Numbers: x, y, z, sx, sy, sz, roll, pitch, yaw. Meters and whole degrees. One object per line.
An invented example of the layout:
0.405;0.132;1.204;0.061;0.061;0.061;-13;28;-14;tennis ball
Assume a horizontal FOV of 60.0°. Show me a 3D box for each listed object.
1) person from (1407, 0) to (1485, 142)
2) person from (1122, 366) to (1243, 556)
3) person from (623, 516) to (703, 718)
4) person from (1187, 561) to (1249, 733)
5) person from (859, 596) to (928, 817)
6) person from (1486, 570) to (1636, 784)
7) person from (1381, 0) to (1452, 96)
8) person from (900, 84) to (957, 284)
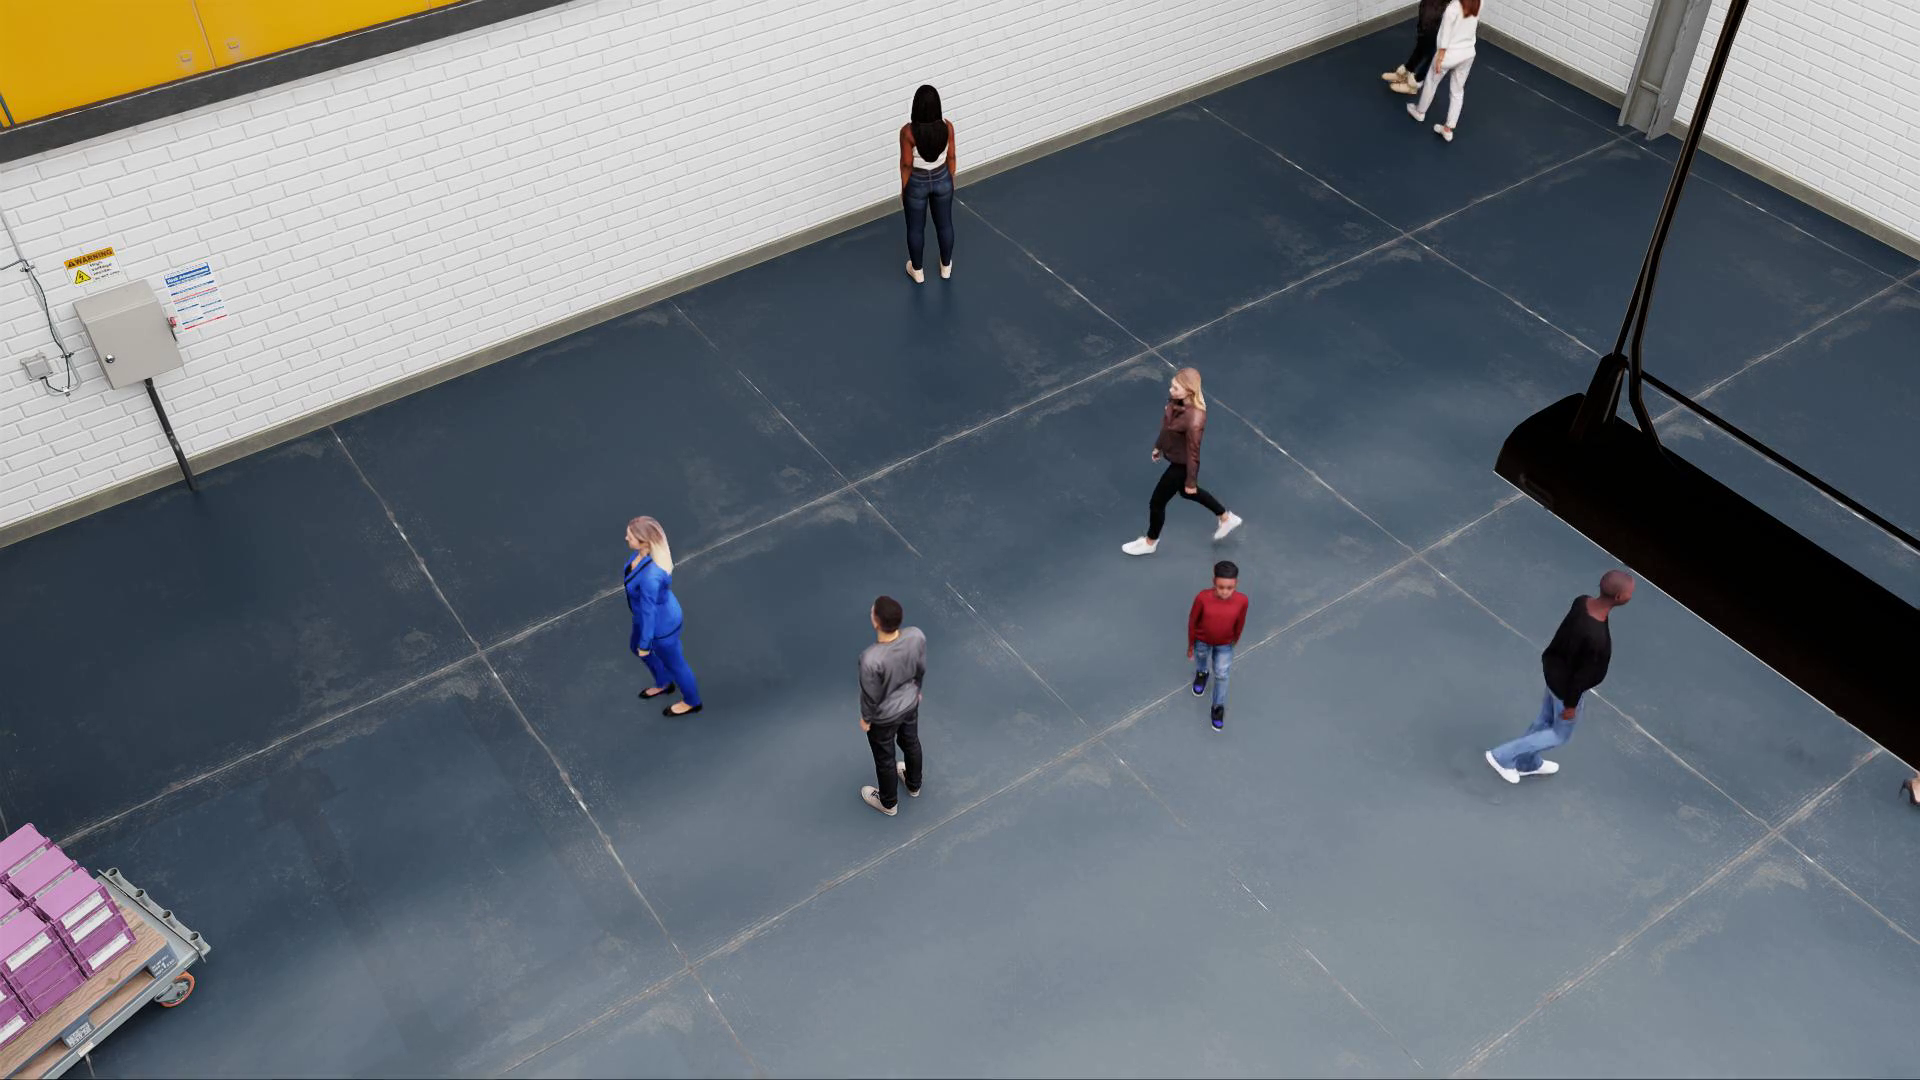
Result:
4.738;-4.570;15.765;0.737;1.668;0.940;-15;46;-15;person
1.616;-0.536;11.528;1.041;1.673;1.118;-2;44;-2;person
-1.790;0.492;10.437;0.775;1.689;0.670;-11;45;-11;person
1.633;0.559;10.697;0.792;1.233;0.849;8;44;8;person
-0.403;0.979;9.874;0.632;1.761;0.564;-31;52;-28;person
3.585;0.859;10.027;0.912;1.724;0.871;4;44;4;person
4.553;-5.149;16.401;0.950;1.630;0.874;14;45;14;person
-0.265;-2.995;14.010;0.730;1.809;0.727;-9;44;-9;person
